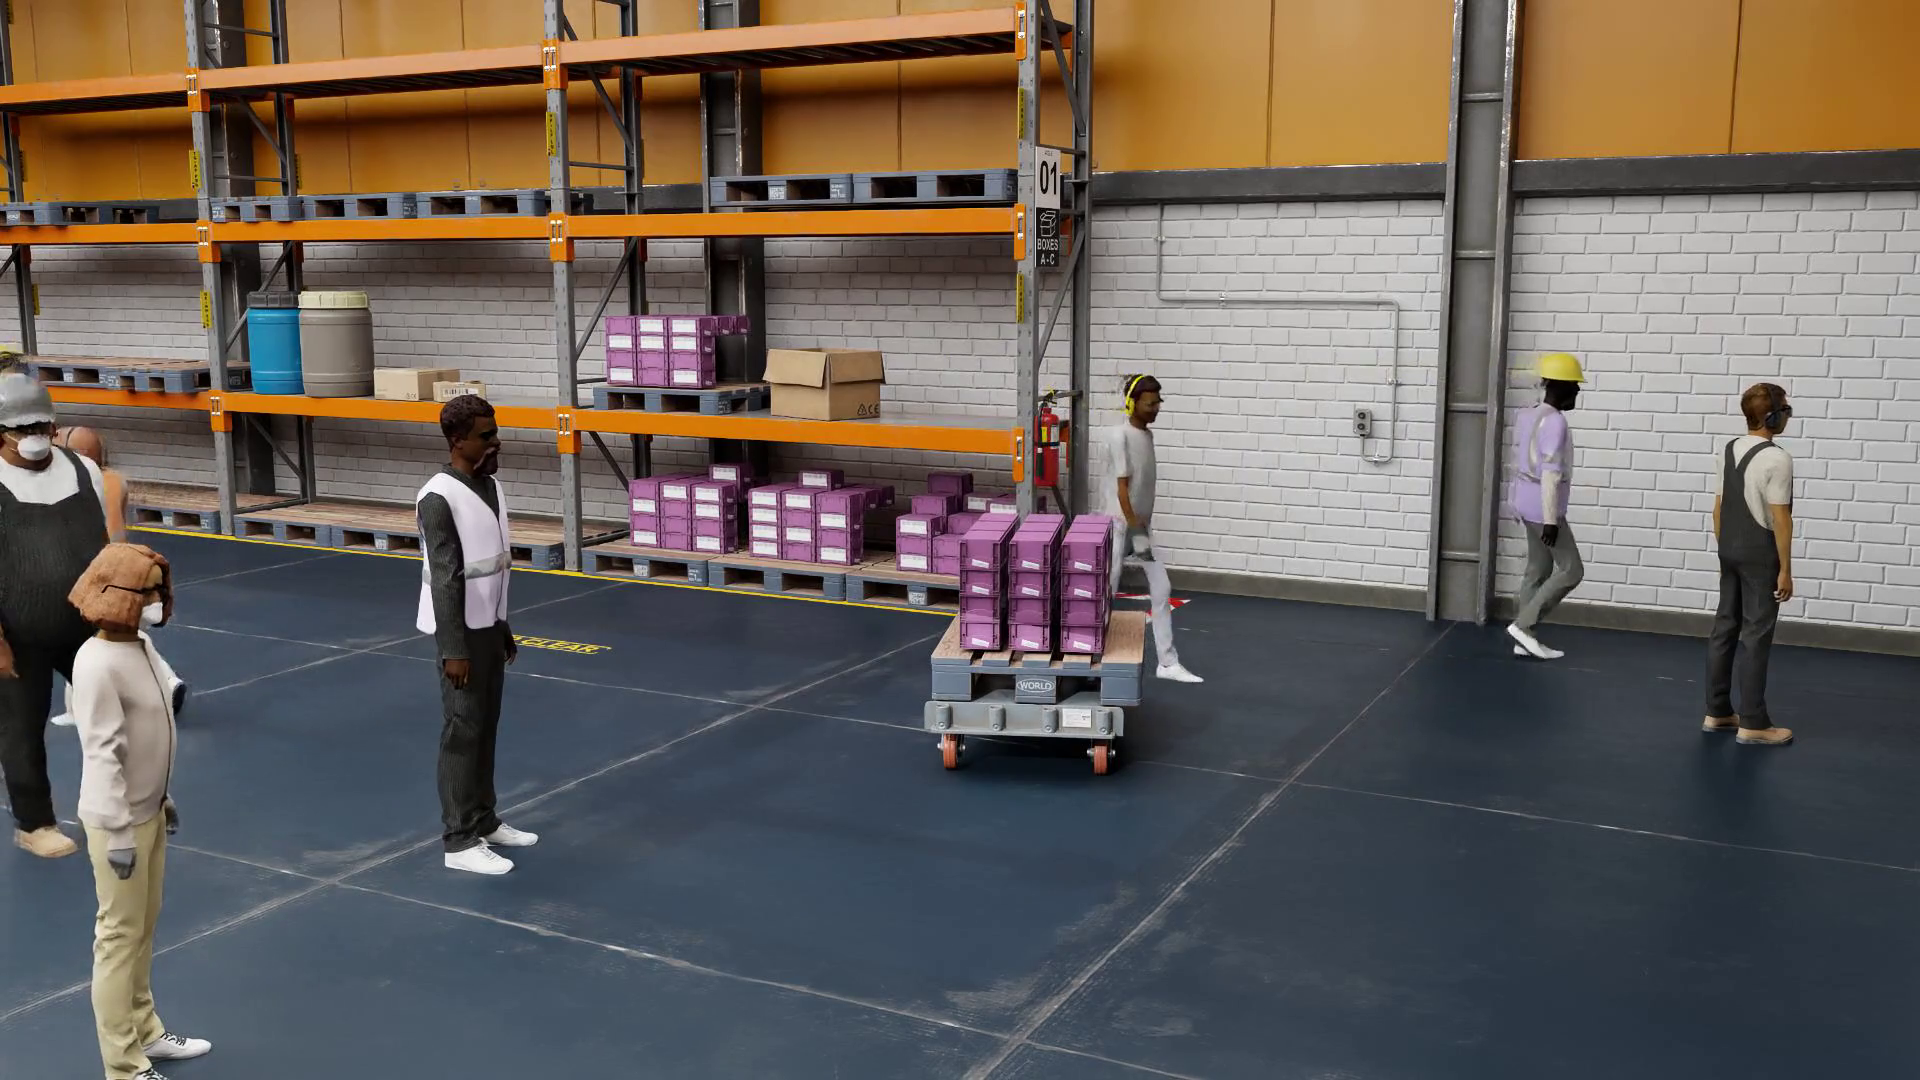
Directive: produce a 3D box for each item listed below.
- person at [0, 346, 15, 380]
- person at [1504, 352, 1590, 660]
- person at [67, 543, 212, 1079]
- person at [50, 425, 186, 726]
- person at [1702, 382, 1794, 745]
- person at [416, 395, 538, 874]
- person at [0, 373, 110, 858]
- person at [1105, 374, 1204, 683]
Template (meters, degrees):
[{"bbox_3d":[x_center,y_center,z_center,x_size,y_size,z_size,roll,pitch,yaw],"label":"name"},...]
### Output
[{"bbox_3d":[-8.674,-0.919,15.312,0.646,1.725,0.324,1,9,6],"label":"person"},{"bbox_3d":[3.627,-0.191,10.219,0.415,1.911,0.621,1,9,7],"label":"person"},{"bbox_3d":[-2.413,0.815,4.873,0.279,1.633,0.497,-2,9,-12],"label":"person"},{"bbox_3d":[-4.471,0.201,8.718,0.690,1.612,0.520,3,10,19],"label":"person"},{"bbox_3d":[4.062,0.121,8.511,0.339,1.845,0.512,-2,10,-15],"label":"person"},{"bbox_3d":[-1.977,0.371,6.735,0.392,1.919,0.592,1,9,3],"label":"person"},{"bbox_3d":[-3.658,0.315,6.707,0.737,2.000,0.699,6,11,33],"label":"person"},{"bbox_3d":[0.968,-0.075,9.817,0.915,1.827,0.491,7,11,37],"label":"person"}]
